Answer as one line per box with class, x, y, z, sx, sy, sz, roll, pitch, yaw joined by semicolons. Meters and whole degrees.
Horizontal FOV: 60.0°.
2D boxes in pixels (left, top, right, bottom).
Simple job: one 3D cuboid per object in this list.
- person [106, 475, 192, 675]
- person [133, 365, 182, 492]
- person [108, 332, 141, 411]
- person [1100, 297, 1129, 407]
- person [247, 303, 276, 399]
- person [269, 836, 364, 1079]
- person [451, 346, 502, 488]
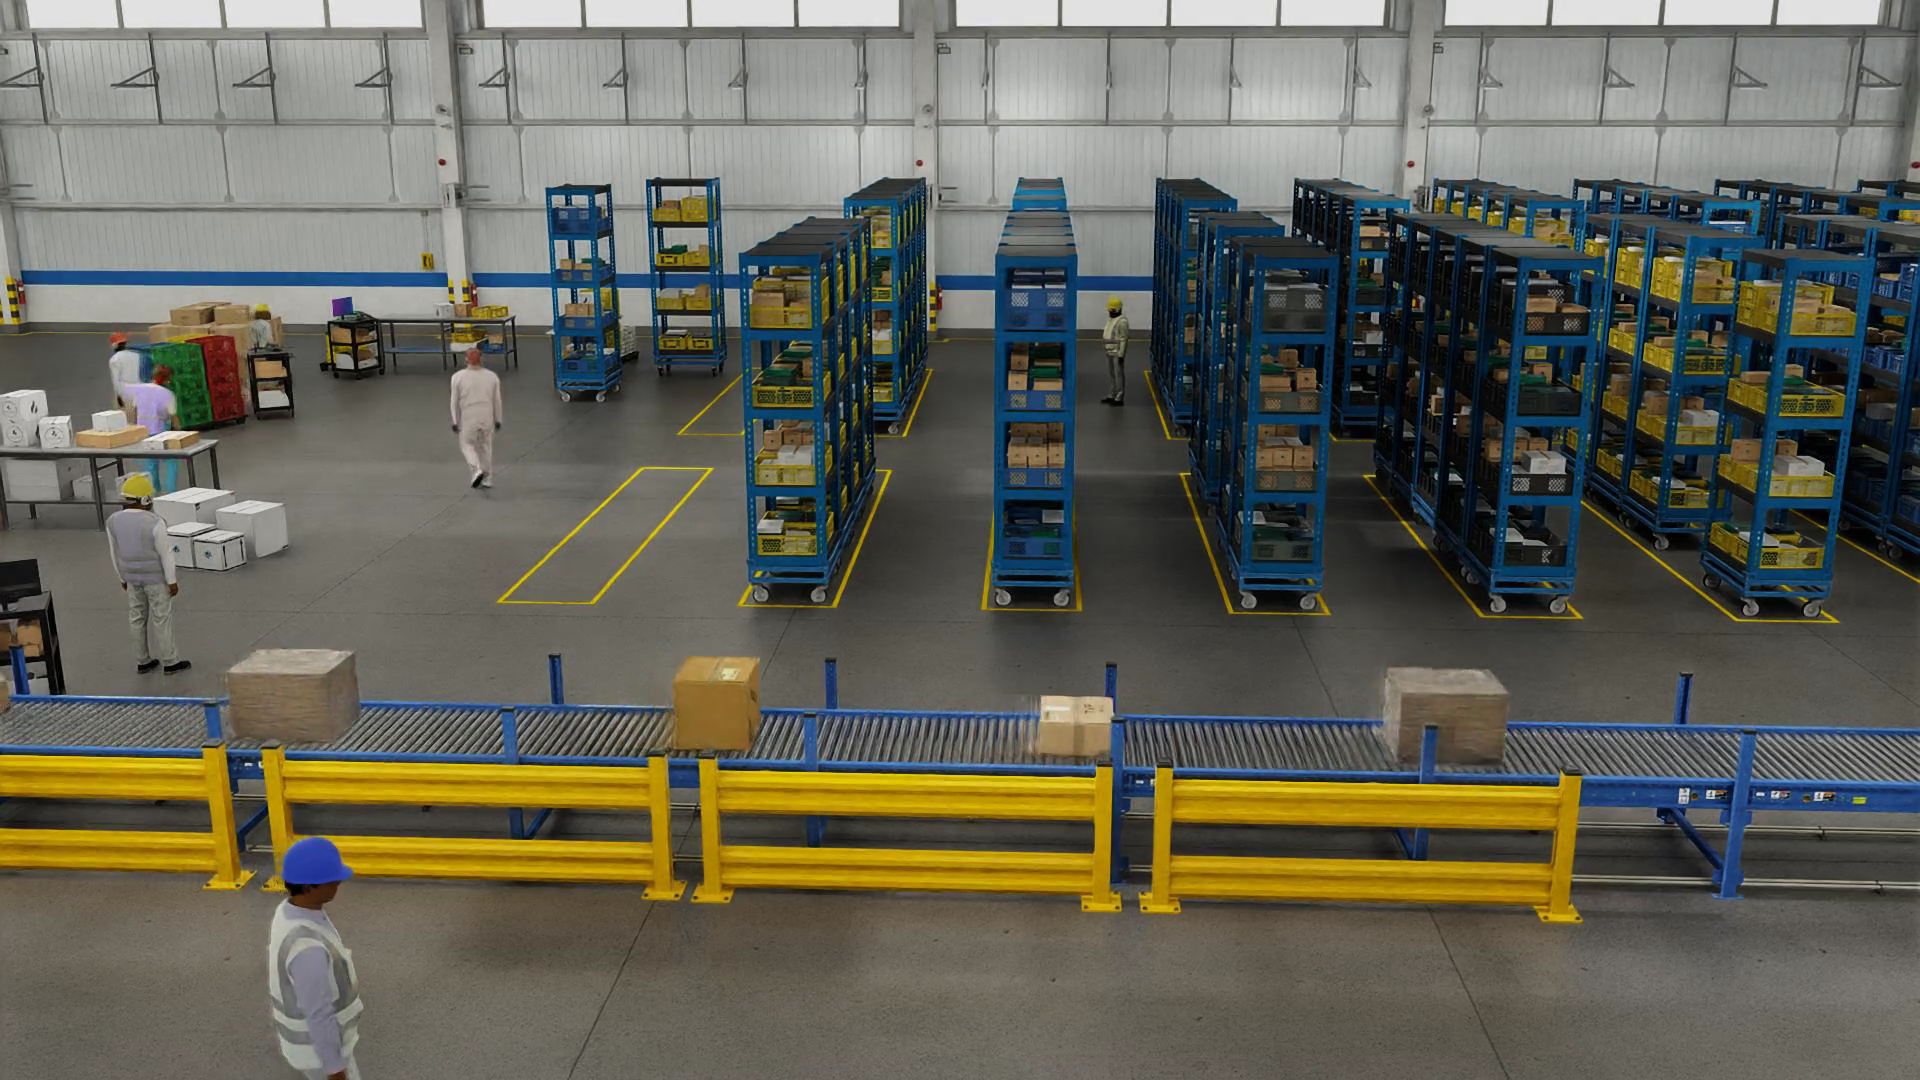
person;-7.266;0.317;14.889;0.594;1.832;0.404;3;15;11
person;-10.126;-1.303;20.972;0.667;1.806;0.387;2;15;6
person;-12.299;-2.201;24.479;0.887;1.697;0.557;6;16;22
person;2.585;-3.140;27.742;0.403;1.823;0.586;-5;16;-17
person;-11.652;-3.089;27.741;0.528;1.708;0.576;13;20;41
person;-2.879;2.249;7.520;0.428;1.943;0.614;-8;17;-26
person;-6.369;-1.607;21.916;0.674;1.888;0.424;-9;18;-31
